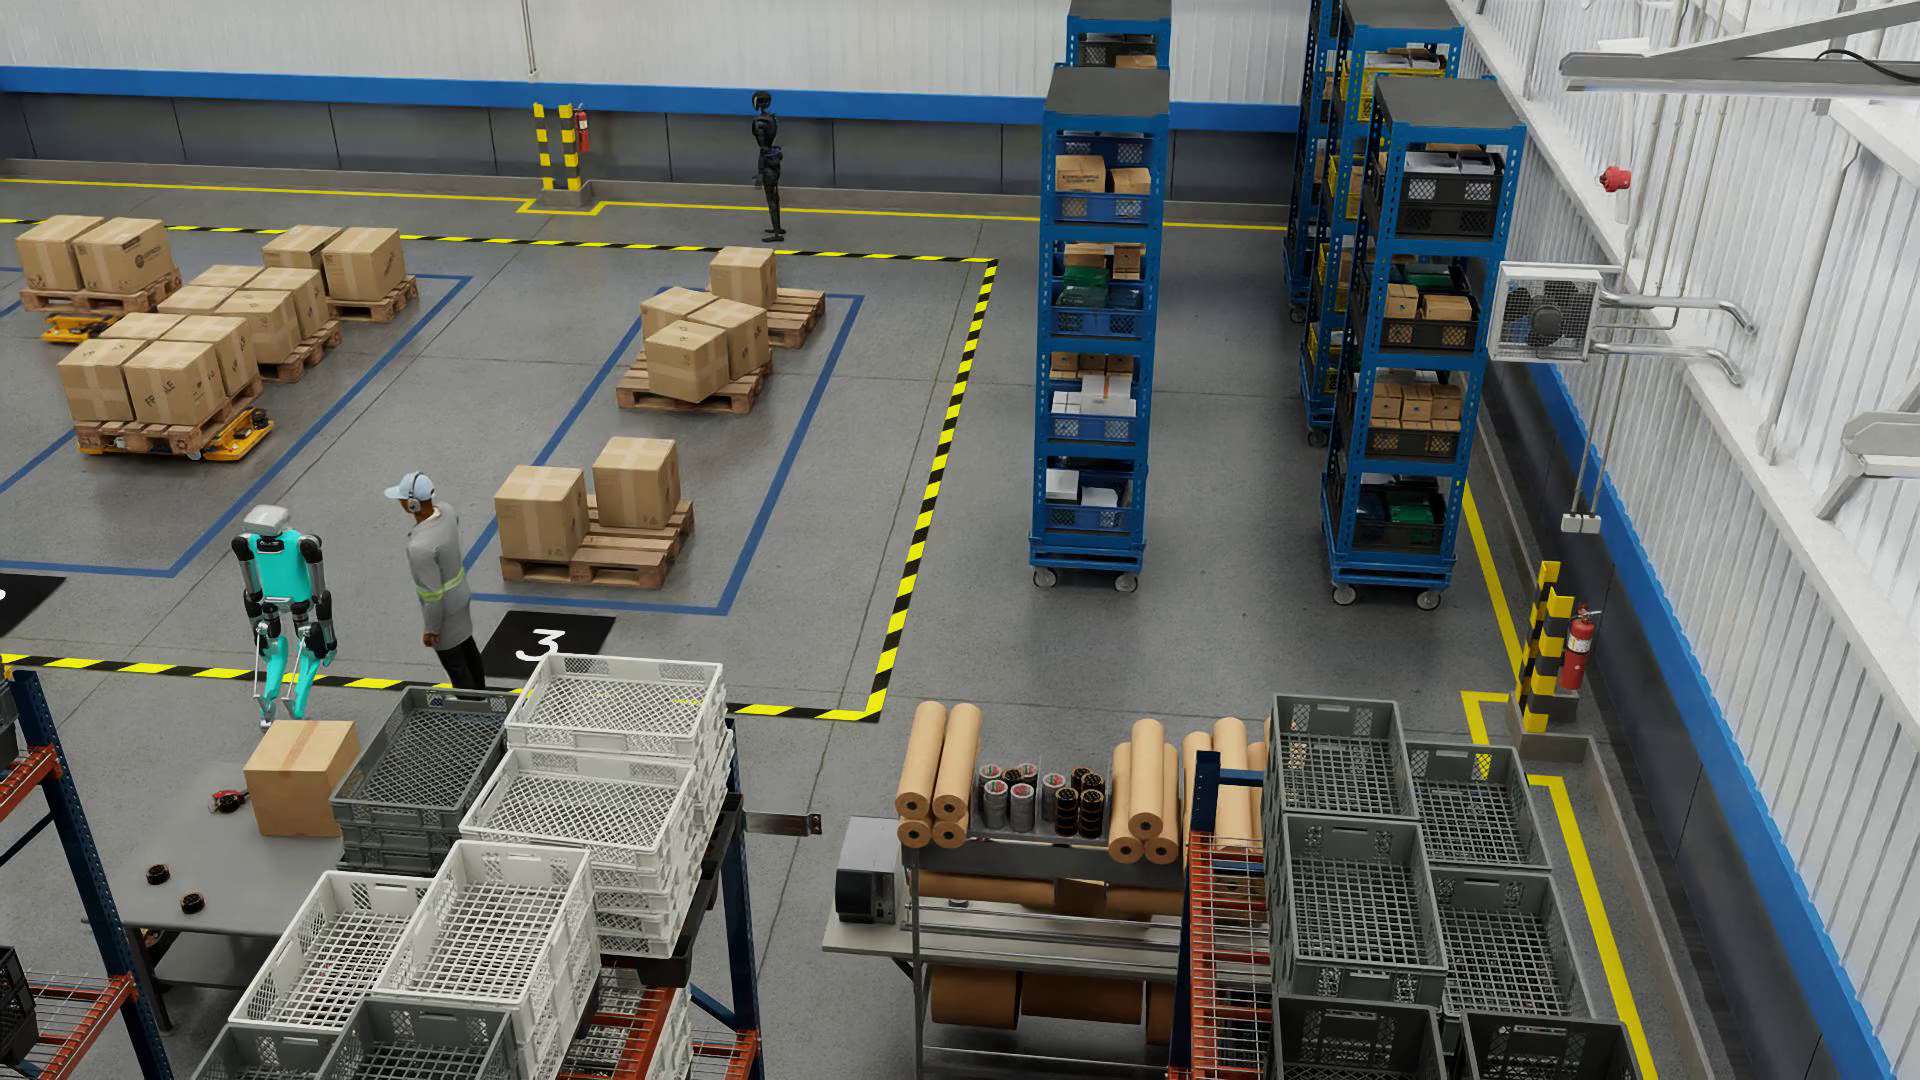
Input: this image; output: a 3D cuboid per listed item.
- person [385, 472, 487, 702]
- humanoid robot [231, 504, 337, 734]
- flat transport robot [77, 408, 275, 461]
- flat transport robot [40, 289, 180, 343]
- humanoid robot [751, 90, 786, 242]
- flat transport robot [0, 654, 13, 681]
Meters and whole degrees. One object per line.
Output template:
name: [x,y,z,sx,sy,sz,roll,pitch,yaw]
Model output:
person: [-3.263,0.402,10.410,0.401,1.852,0.589,1,30,1]
humanoid robot: [-4.067,0.661,9.945,0.533,1.677,0.735,3,30,5]
flat transport robot: [-6.728,-0.944,14.268,1.431,0.197,0.652,3,30,6]
flat transport robot: [-8.509,-2.343,16.671,0.652,0.197,1.431,3,30,6]
humanoid robot: [-2.124,-4.127,18.347,0.315,1.657,0.599,2,30,4]
flat transport robot: [-7.142,0.969,11.010,1.431,0.231,0.659,3,30,6]
